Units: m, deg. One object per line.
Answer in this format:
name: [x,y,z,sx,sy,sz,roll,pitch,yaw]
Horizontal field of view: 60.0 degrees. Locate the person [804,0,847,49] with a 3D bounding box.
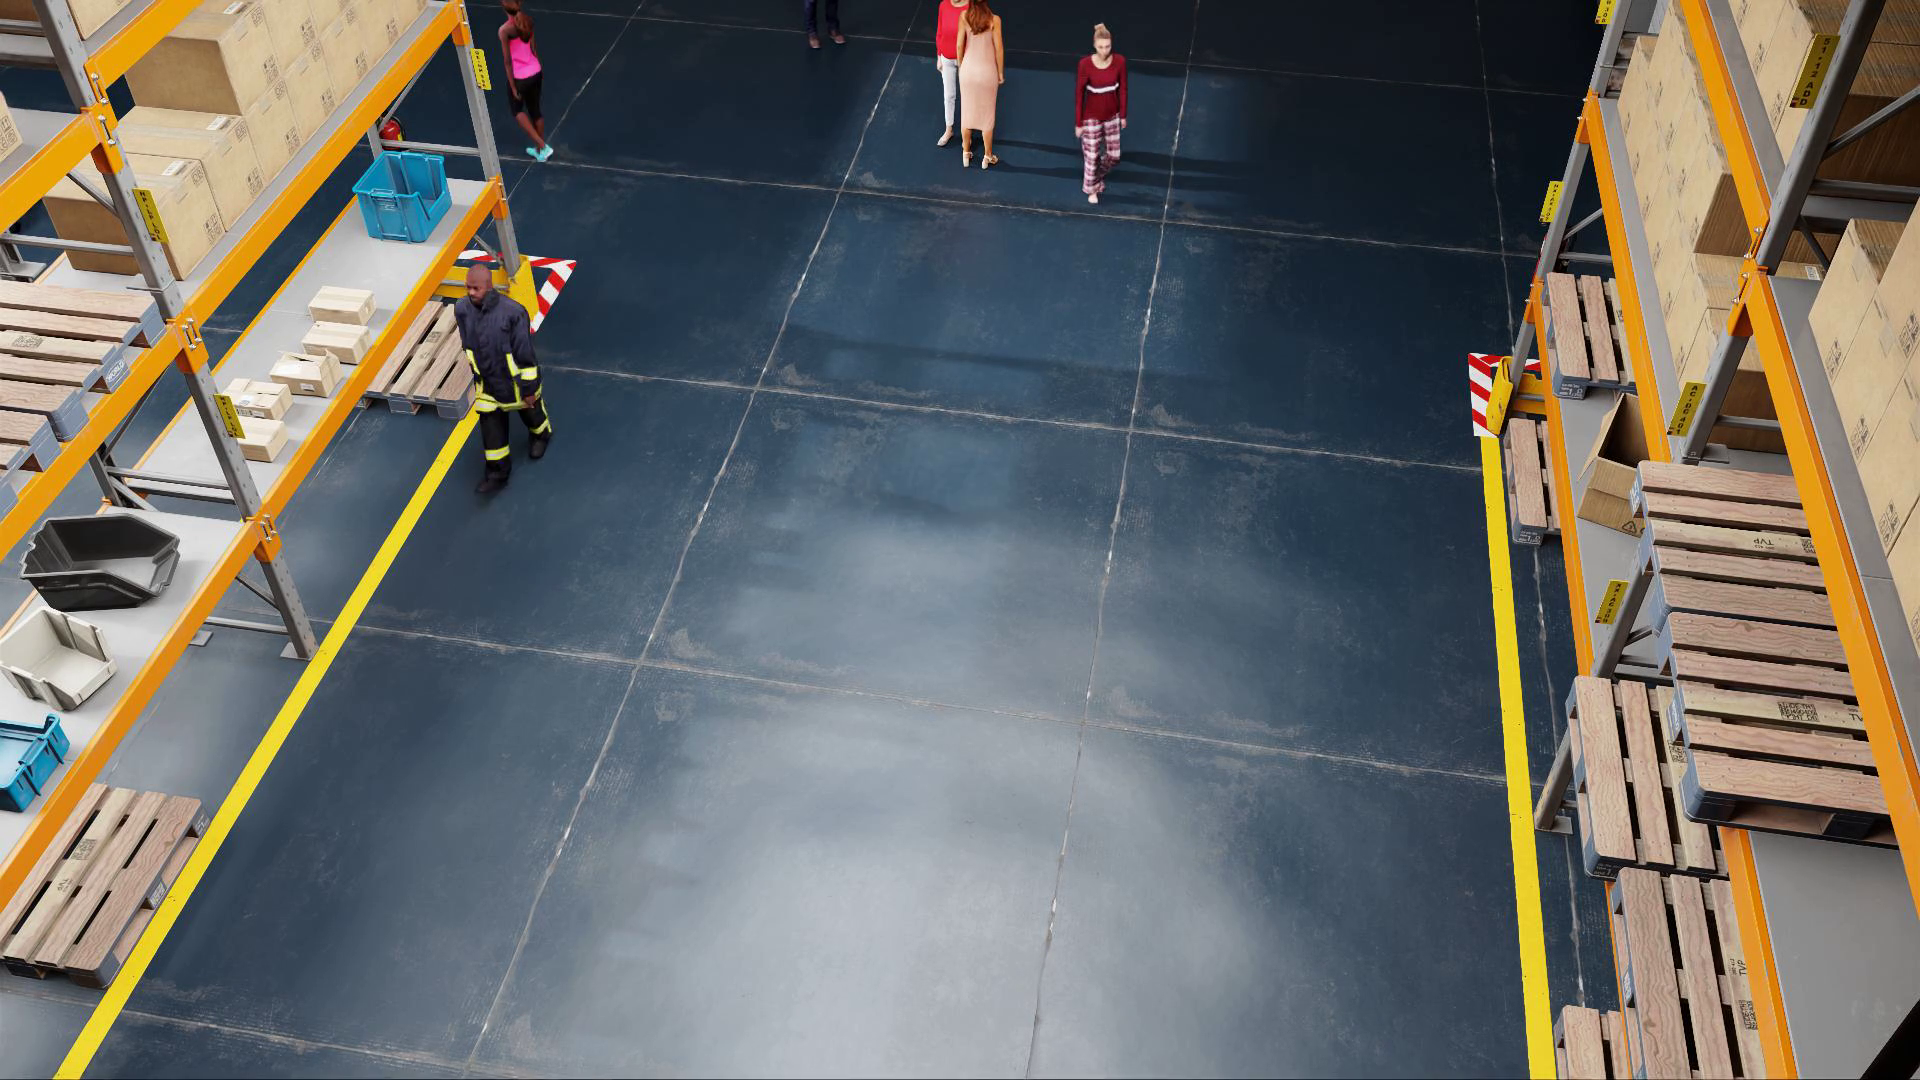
person: [-1.439,-5.933,16.921,0.859,1.841,0.888,-20,47,-19]

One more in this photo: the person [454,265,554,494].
person: [-3.265,-1.277,12.078,0.736,1.779,1.126,7,44,7]

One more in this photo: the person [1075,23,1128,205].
person: [1.235,-3.805,14.798,0.744,1.689,0.753,-8,44,-8]

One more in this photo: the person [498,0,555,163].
person: [-3.924,-4.196,15.191,0.818,1.713,0.789,32,52,29]

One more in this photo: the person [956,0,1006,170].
person: [0.170,-4.243,15.153,0.622,1.832,0.550,13,45,14]

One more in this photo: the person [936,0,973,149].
person: [-0.016,-4.467,15.489,0.553,1.694,0.541,9,44,9]
